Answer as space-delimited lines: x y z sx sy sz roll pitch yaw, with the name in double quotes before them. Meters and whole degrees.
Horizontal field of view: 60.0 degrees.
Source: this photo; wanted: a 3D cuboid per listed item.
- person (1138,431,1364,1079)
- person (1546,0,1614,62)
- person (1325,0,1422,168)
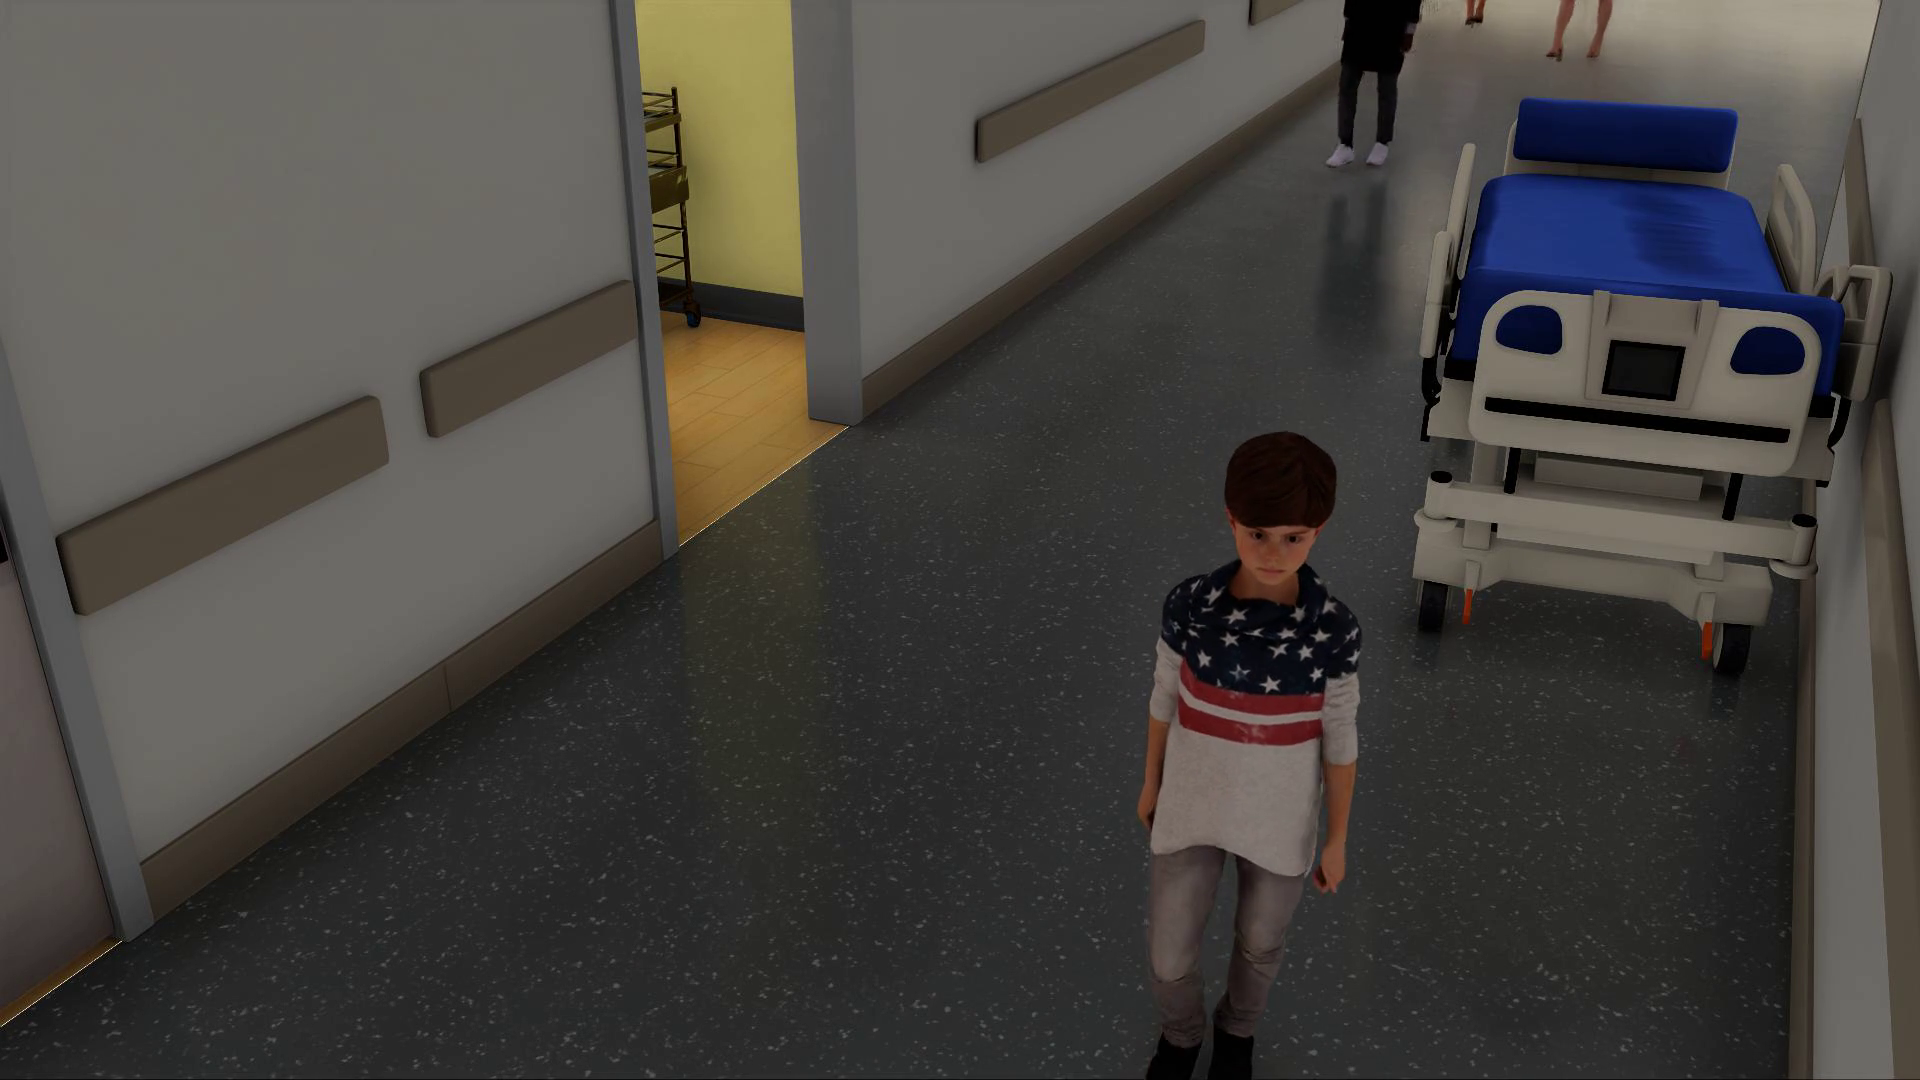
"person" 0.540 0.443 3.168 0.535 1.431 0.655 6 26 12
"person" 5.336 -4.841 13.783 1.146 1.730 0.890 20 32 35
"person" 2.670 -3.226 10.420 0.797 1.741 0.772 14 29 27
